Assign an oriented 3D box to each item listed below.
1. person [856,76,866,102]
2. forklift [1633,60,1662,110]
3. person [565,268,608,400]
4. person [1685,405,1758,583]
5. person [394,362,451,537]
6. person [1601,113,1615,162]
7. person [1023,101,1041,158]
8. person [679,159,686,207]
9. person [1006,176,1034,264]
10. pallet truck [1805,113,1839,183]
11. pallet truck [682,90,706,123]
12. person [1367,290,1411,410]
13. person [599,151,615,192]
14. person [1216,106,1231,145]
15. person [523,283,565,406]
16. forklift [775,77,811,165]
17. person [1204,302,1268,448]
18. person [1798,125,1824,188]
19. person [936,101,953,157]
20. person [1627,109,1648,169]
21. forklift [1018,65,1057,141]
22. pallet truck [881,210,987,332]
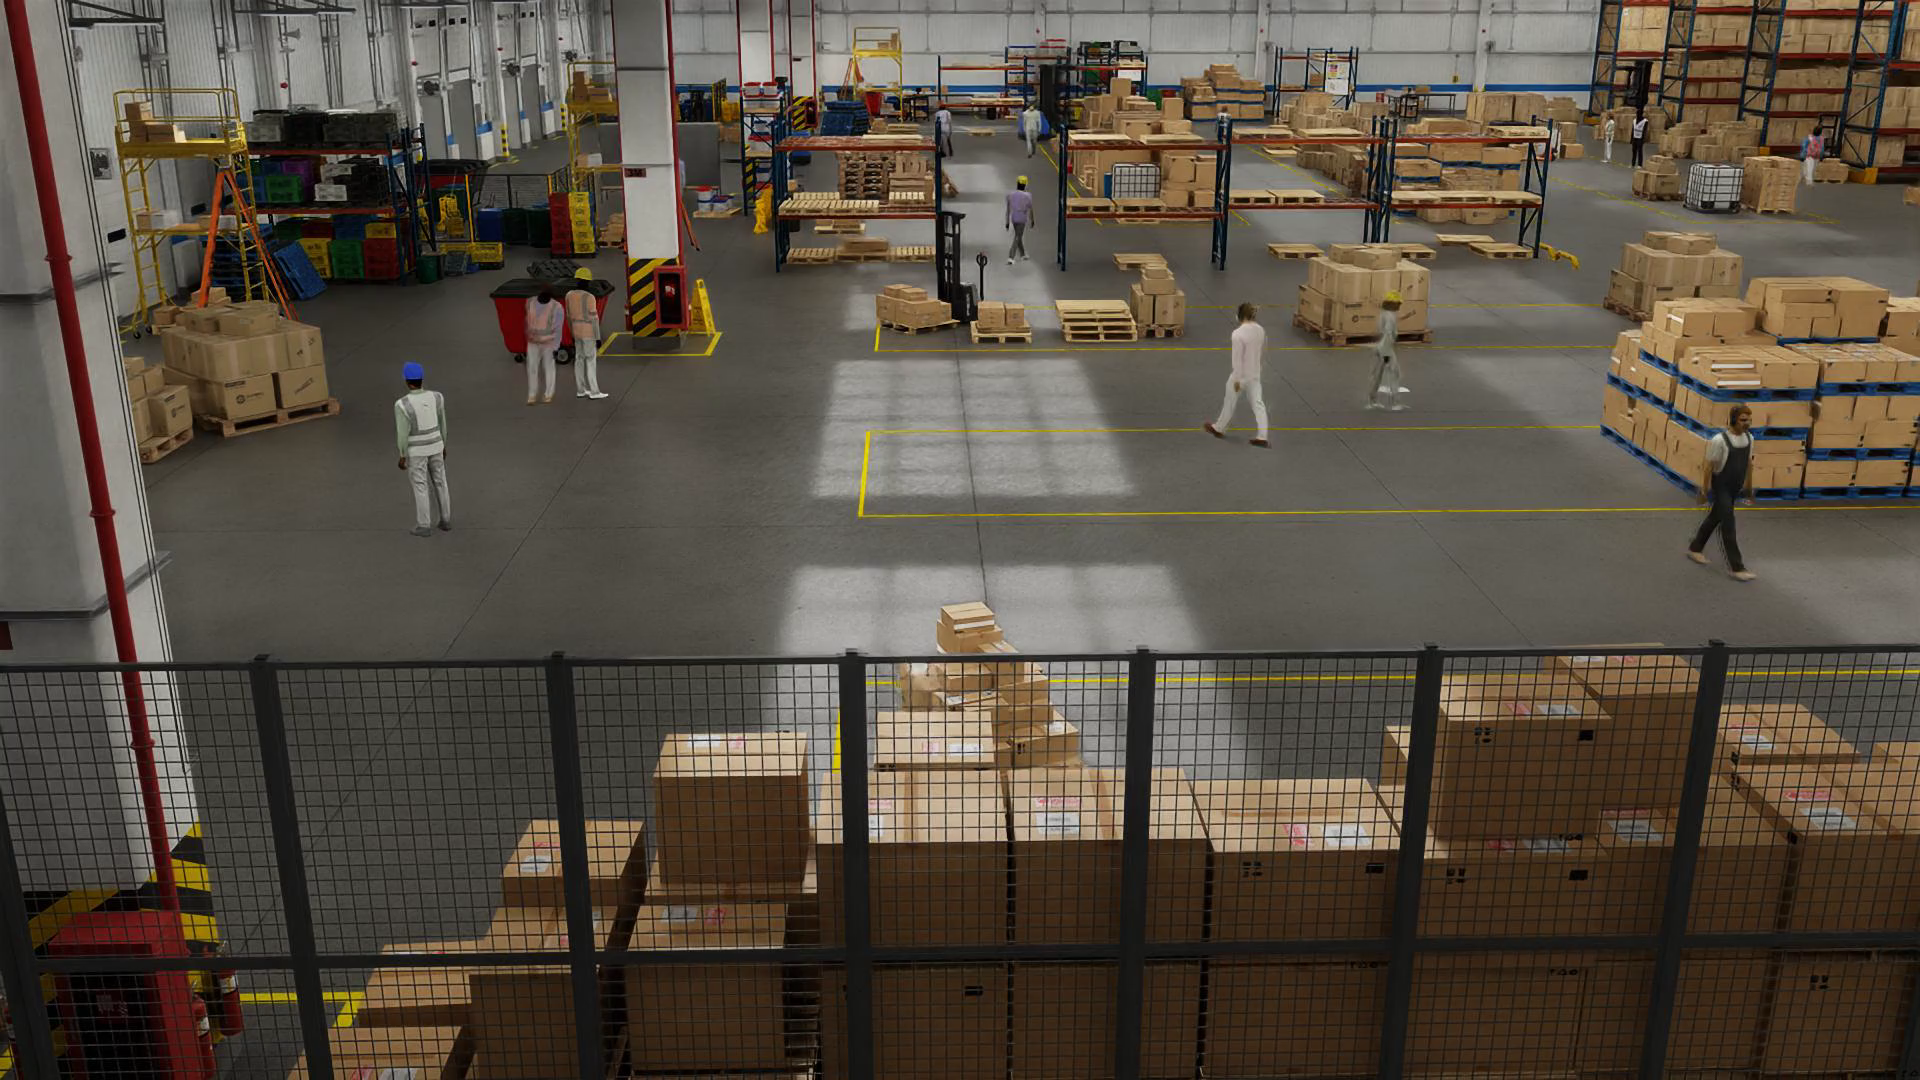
[{"bbox_3d":[-4.247,-19.092,71.986,0.445,1.926,0.634,-7,20,-20],"label":"person"},{"bbox_3d":[27.085,-17.638,66.194,1.873,2.768,1.129,-1,19,-2],"label":"forklift"},{"bbox_3d":[-5.467,-3.011,24.284,0.585,1.920,0.374,12,22,31],"label":"person"},{"bbox_3d":[7.910,-0.514,17.074,0.527,1.794,0.955,-8,20,-23],"label":"person"},{"bbox_3d":[-5.899,-0.996,18.263,0.387,1.949,0.602,15,23,37],"label":"person"},{"bbox_3d":[21.818,-13.533,55.946,0.315,1.629,0.509,0,19,1],"label":"person"},{"bbox_3d":[2.485,-14.209,57.526,0.641,1.909,0.855,1,19,4],"label":"person"},{"bbox_3d":[-7.170,-8.909,41.779,0.573,1.915,0.417,-6,19,-17],"label":"person"},{"bbox_3d":[1.259,-6.934,36.019,0.577,1.871,1.000,13,23,34],"label":"person"},{"bbox_3d":[26.403,-11.957,50.702,0.823,1.965,1.885,6,19,16],"label":"pallet truck"},{"bbox_3d":[-9.671,-15.907,62.421,0.823,1.965,1.885,5,19,15],"label":"pallet truck"},{"bbox_3d":[6.171,-2.688,23.615,0.711,1.717,0.507,1,19,3],"label":"person"},{"bbox_3d":[-10.125,-10.919,48.098,0.555,1.680,0.427,3,19,9],"label":"person"},{"bbox_3d":[9.436,-14.713,59.501,0.539,1.586,0.879,7,20,21],"label":"person"},{"bbox_3d":[-5.992,-2.806,23.871,0.697,1.794,0.635,3,19,10],"label":"person"},{"bbox_3d":[-5.920,-13.893,55.085,1.873,2.768,1.129,-1,19,-1],"label":"forklift"},{"bbox_3d":[3.724,-2.194,21.922,0.651,1.878,1.032,-14,23,-37],"label":"person"},{"bbox_3d":[25.211,-11.377,49.288,0.620,1.819,0.804,-4,19,-11],"label":"person"},{"bbox_3d":[-0.548,-14.253,57.718,0.565,1.868,0.922,2,19,6],"label":"person"},{"bbox_3d":[22.060,-13.040,54.059,0.399,1.908,0.606,-7,20,-21],"label":"person"},{"bbox_3d":[3.207,-16.537,62.930,1.873,2.768,1.129,-3,19,-8],"label":"forklift"},{"bbox_3d":[-0.493,-4.759,29.349,1.885,1.965,0.823,-13,23,-34],"label":"pallet truck"}]
